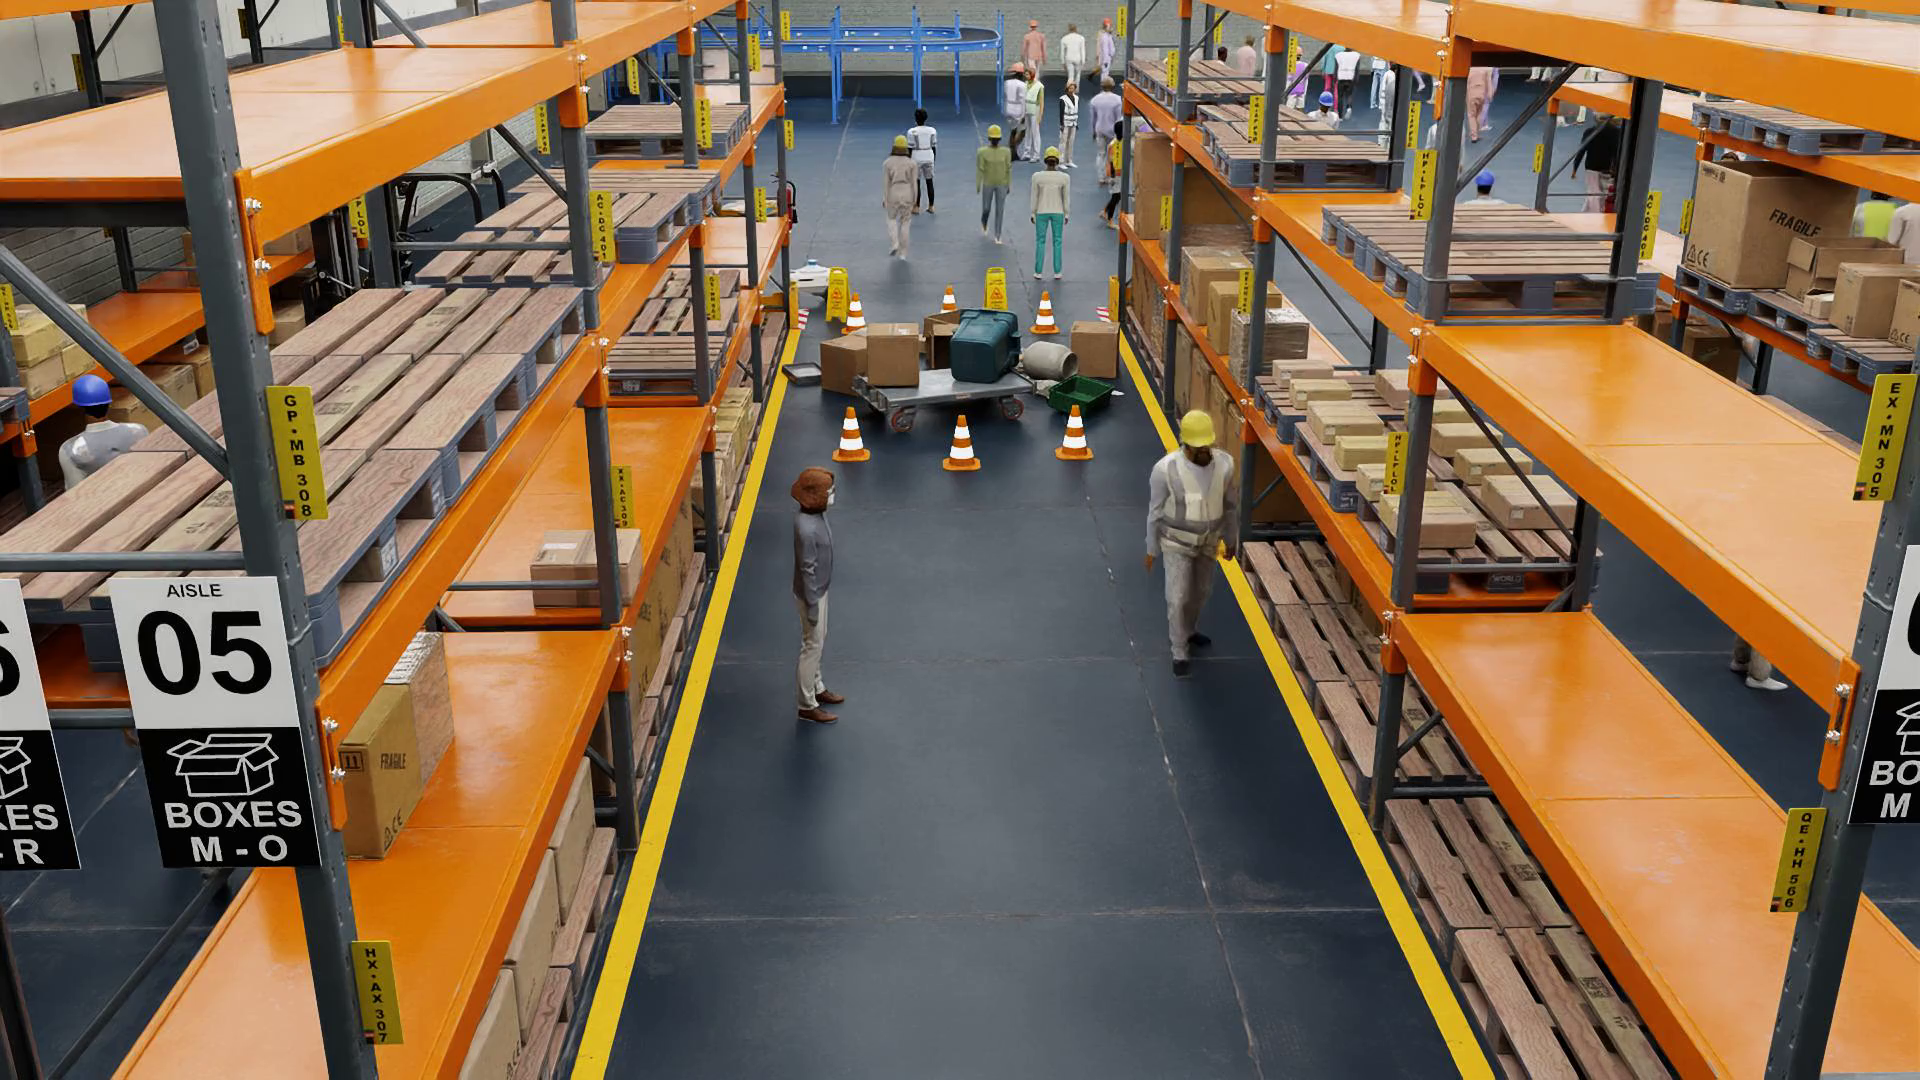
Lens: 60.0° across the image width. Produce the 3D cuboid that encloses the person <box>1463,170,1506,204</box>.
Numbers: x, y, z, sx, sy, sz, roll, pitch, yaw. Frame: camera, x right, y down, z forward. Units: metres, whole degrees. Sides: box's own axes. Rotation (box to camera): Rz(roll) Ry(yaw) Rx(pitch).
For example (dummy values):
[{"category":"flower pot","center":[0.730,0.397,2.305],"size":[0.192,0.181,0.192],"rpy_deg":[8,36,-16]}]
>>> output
[{"category":"person","center":[6.044,-3.351,19.406],"size":[0.614,1.895,0.992],"rpy_deg":[3,21,8]}]

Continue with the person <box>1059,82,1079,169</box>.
[{"category":"person","center":[2.095,-7.985,32.024],"size":[0.315,1.636,0.515],"rpy_deg":[19,28,40]}]

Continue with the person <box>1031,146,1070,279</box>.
[{"category":"person","center":[1.211,-4.385,22.339],"size":[0.529,1.760,0.333],"rpy_deg":[-1,21,-1]}]

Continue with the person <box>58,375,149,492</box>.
[{"category":"person","center":[-5.468,-0.121,10.801],"size":[0.389,1.949,0.604],"rpy_deg":[15,25,34]}]

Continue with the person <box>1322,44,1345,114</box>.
[{"category":"person","center":[9.128,-11.404,40.574],"size":[0.610,1.985,0.393],"rpy_deg":[14,25,33]}]

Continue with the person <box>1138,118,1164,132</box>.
[{"category":"person","center":[3.061,-5.918,26.310],"size":[0.627,1.823,0.438],"rpy_deg":[8,22,21]}]

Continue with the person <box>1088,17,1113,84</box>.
[{"category":"person","center":[4.024,-13.788,46.981],"size":[0.664,1.910,0.578],"rpy_deg":[19,28,40]}]

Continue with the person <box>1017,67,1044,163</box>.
[{"category":"person","center":[1.423,-8.381,32.785],"size":[0.396,1.840,0.564],"rpy_deg":[-18,27,-39]}]

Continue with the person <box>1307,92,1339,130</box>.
[{"category":"person","center":[5.930,-6.388,27.381],"size":[0.601,1.940,0.396],"rpy_deg":[-5,21,-12]}]

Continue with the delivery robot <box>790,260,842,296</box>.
[{"category":"delivery robot","center":[-1.856,-3.290,20.985],"size":[0.707,0.478,0.477],"rpy_deg":[-6,22,-15]}]

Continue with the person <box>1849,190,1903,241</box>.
[{"category":"person","center":[10.522,-3.236,19.227],"size":[0.631,1.821,0.498],"rpy_deg":[9,23,23]}]

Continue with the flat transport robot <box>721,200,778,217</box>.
[{"category":"flat transport robot","center":[-3.430,-5.329,26.902],"size":[0.652,0.197,1.431],"rpy_deg":[7,22,17]}]

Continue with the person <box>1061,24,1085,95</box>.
[{"category":"person","center":[3.000,-12.730,44.223],"size":[0.638,1.877,1.040],"rpy_deg":[1,21,1]}]

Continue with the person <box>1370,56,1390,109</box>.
[{"category":"person","center":[10.571,-11.826,41.799],"size":[0.397,1.911,0.587],"rpy_deg":[-18,27,-40]}]

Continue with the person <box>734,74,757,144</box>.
[{"category":"person","center":[-4.477,-9.183,34.955],"size":[0.496,1.804,1.017],"rpy_deg":[-2,21,-6]}]

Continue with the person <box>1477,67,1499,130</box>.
[{"category":"person","center":[11.912,-10.272,37.696],"size":[0.409,1.908,0.597],"rpy_deg":[-16,26,-35]}]

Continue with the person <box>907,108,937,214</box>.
[{"category":"person","center":[-0.622,-6.186,27.195],"size":[0.536,1.693,0.320],"rpy_deg":[-11,23,-26]}]

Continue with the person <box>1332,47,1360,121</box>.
[{"category":"person","center":[9.106,-10.853,39.235],"size":[0.608,1.898,0.515],"rpy_deg":[2,21,5]}]

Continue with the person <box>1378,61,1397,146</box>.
[{"category":"person","center":[8.911,-9.066,34.538],"size":[0.358,1.882,0.574],"rpy_deg":[1,21,4]}]

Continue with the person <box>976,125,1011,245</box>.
[{"category":"person","center":[0.500,-5.329,24.850],"size":[0.527,1.748,0.620],"rpy_deg":[-3,21,-8]}]

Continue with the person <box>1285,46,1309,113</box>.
[{"category":"person","center":[7.342,-9.804,36.406],"size":[0.542,1.941,0.360],"rpy_deg":[-8,22,-19]}]

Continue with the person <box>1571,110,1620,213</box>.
[{"category":"person","center":[9.750,-5.772,25.723],"size":[0.652,1.951,0.962],"rpy_deg":[-6,22,-16]}]

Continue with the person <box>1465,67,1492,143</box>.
[{"category":"person","center":[11.012,-9.512,35.757],"size":[0.723,1.855,0.827],"rpy_deg":[-2,21,-6]}]

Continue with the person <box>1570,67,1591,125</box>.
[{"category":"person","center":[14.459,-10.476,38.627],"size":[0.285,1.624,0.509],"rpy_deg":[12,24,30]}]

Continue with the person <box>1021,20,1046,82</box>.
[{"category":"person","center":[1.955,-12.964,44.749],"size":[0.623,1.943,0.930],"rpy_deg":[-8,22,-20]}]

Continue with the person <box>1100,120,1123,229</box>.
[{"category":"person","center":[2.409,-5.703,25.940],"size":[0.435,1.675,0.555],"rpy_deg":[10,23,24]}]

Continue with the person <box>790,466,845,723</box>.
[{"category":"person","center":[-0.872,0.323,10.080],"size":[0.288,1.623,0.507],"rpy_deg":[1,21,2]}]

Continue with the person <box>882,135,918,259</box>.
[{"category":"person","center":[-0.847,-4.871,23.652],"size":[0.513,1.726,0.389],"rpy_deg":[-2,21,-5]}]

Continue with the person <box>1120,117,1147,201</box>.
[{"category":"person","center":[2.953,-6.685,28.454],"size":[0.493,1.732,0.324],"rpy_deg":[6,22,16]}]

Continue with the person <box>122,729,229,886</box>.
[{"category":"person","center":[-3.936,0.808,8.402],"size":[0.625,1.915,0.932],"rpy_deg":[-7,22,-17]}]

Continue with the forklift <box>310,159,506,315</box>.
[{"category":"forklift","center":[-5.622,-2.910,17.832],"size":[2.313,2.155,1.214],"rpy_deg":[-1,21,-1]}]

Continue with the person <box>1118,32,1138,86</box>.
[{"category":"person","center":[4.878,-13.732,46.913],"size":[0.693,1.868,0.589],"rpy_deg":[-5,21,-13]}]

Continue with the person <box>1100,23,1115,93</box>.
[{"category":"person","center":[3.970,-12.942,44.771],"size":[0.400,1.900,0.636],"rpy_deg":[3,21,7]}]

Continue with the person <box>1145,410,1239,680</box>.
[{"category":"person","center":[1.476,-0.019,10.768],"size":[0.624,1.796,0.623],"rpy_deg":[-8,22,-20]}]

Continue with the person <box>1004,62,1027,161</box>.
[{"category":"person","center":[1.108,-8.452,32.863],"size":[0.563,1.917,0.402],"rpy_deg":[19,28,41]}]

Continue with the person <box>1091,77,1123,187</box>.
[{"category":"person","center":[2.678,-7.328,29.876],"size":[0.662,1.925,0.620],"rpy_deg":[11,24,28]}]

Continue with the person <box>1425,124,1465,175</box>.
[{"category":"person","center":[7.709,-6.027,26.608],"size":[0.615,1.801,0.854],"rpy_deg":[10,23,25]}]

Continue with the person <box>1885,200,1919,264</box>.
[{"category":"person","center":[10.743,-3.161,18.812],"size":[0.725,1.964,0.617],"rpy_deg":[-2,21,-6]}]

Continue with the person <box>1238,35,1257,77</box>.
[{"category":"person","center":[6.874,-11.184,40.089],"size":[0.628,1.919,0.640],"rpy_deg":[-11,23,-27]}]
